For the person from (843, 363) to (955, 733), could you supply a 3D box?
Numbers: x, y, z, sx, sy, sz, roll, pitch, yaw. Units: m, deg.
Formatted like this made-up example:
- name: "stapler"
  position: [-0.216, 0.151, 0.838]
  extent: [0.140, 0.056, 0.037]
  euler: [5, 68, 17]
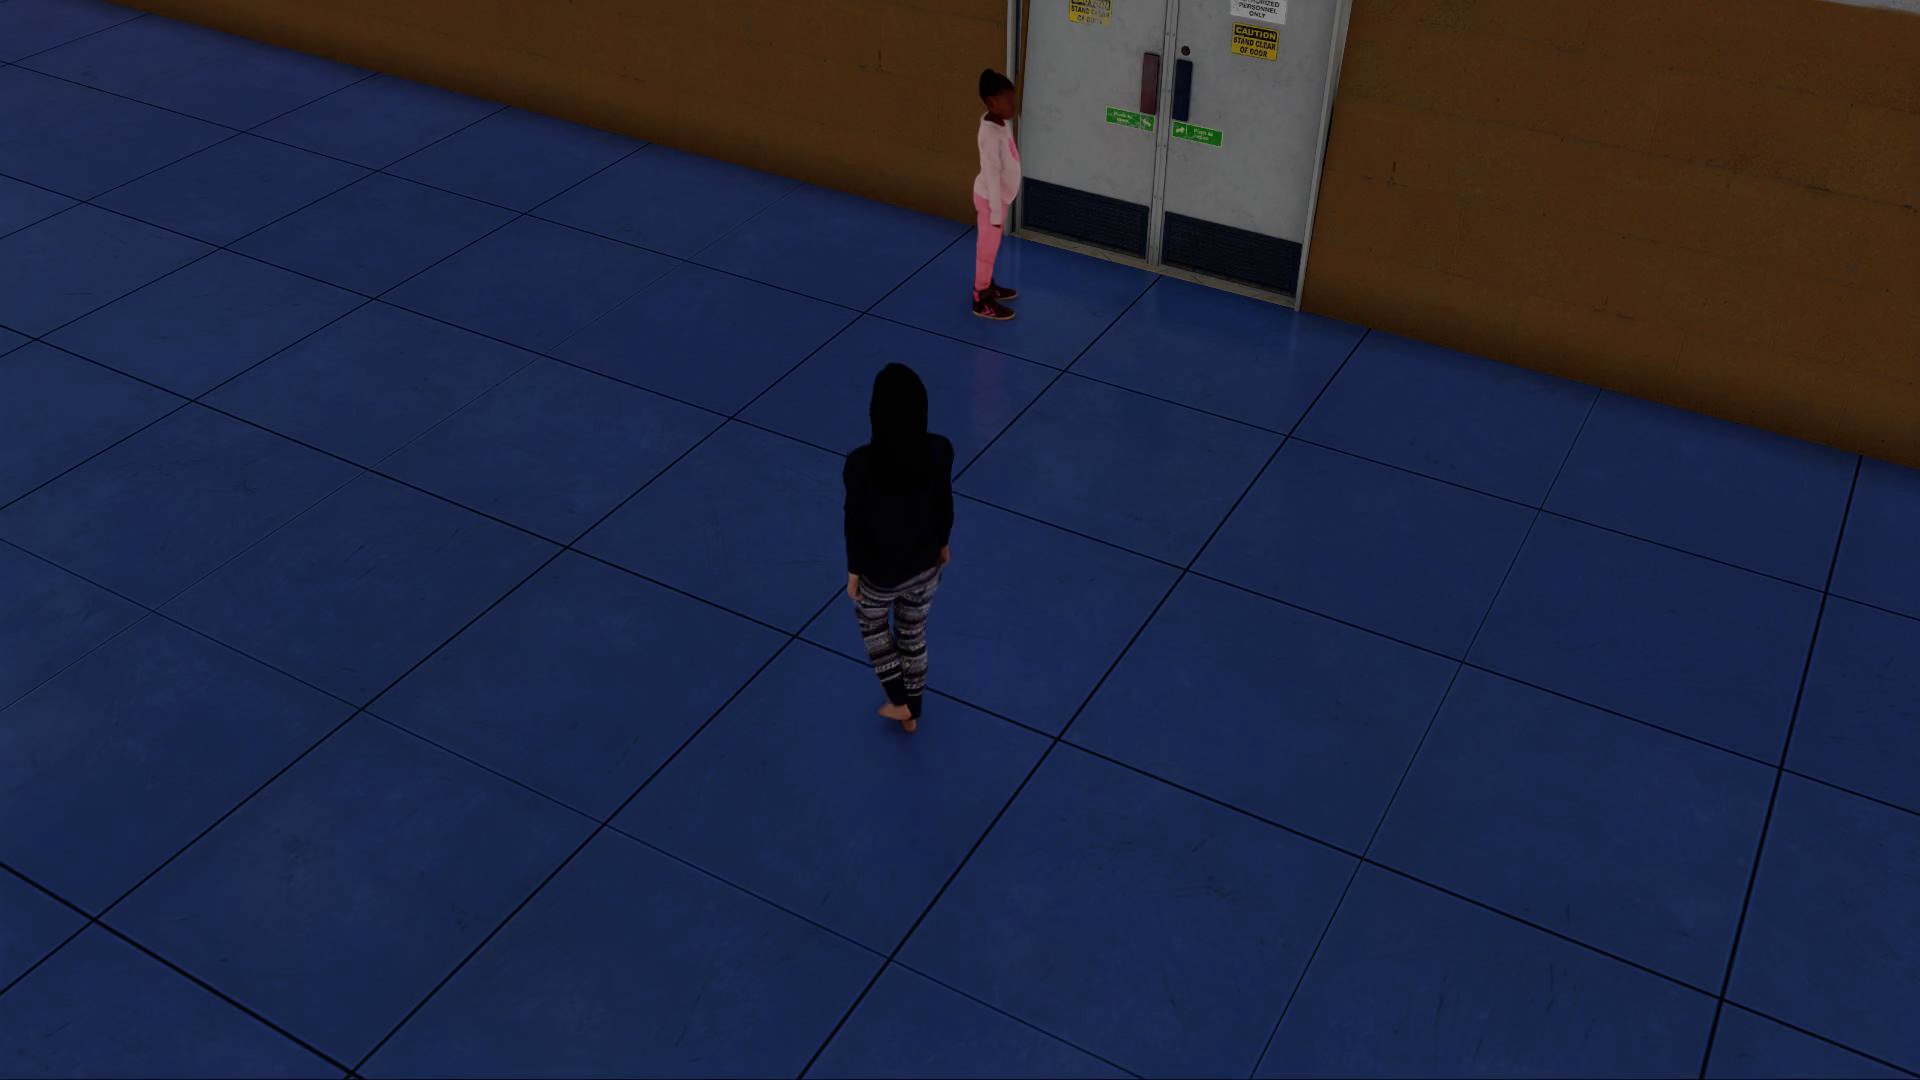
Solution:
- name: "person"
  position: [-0.220, 0.118, 6.500]
  extent: [0.724, 1.723, 0.795]
  euler: [-13, 39, -16]

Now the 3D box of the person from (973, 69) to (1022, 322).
- name: "person"
  position: [0.189, -1.987, 9.534]
  extent: [0.673, 1.447, 0.548]
  euler: [3, 37, 4]
